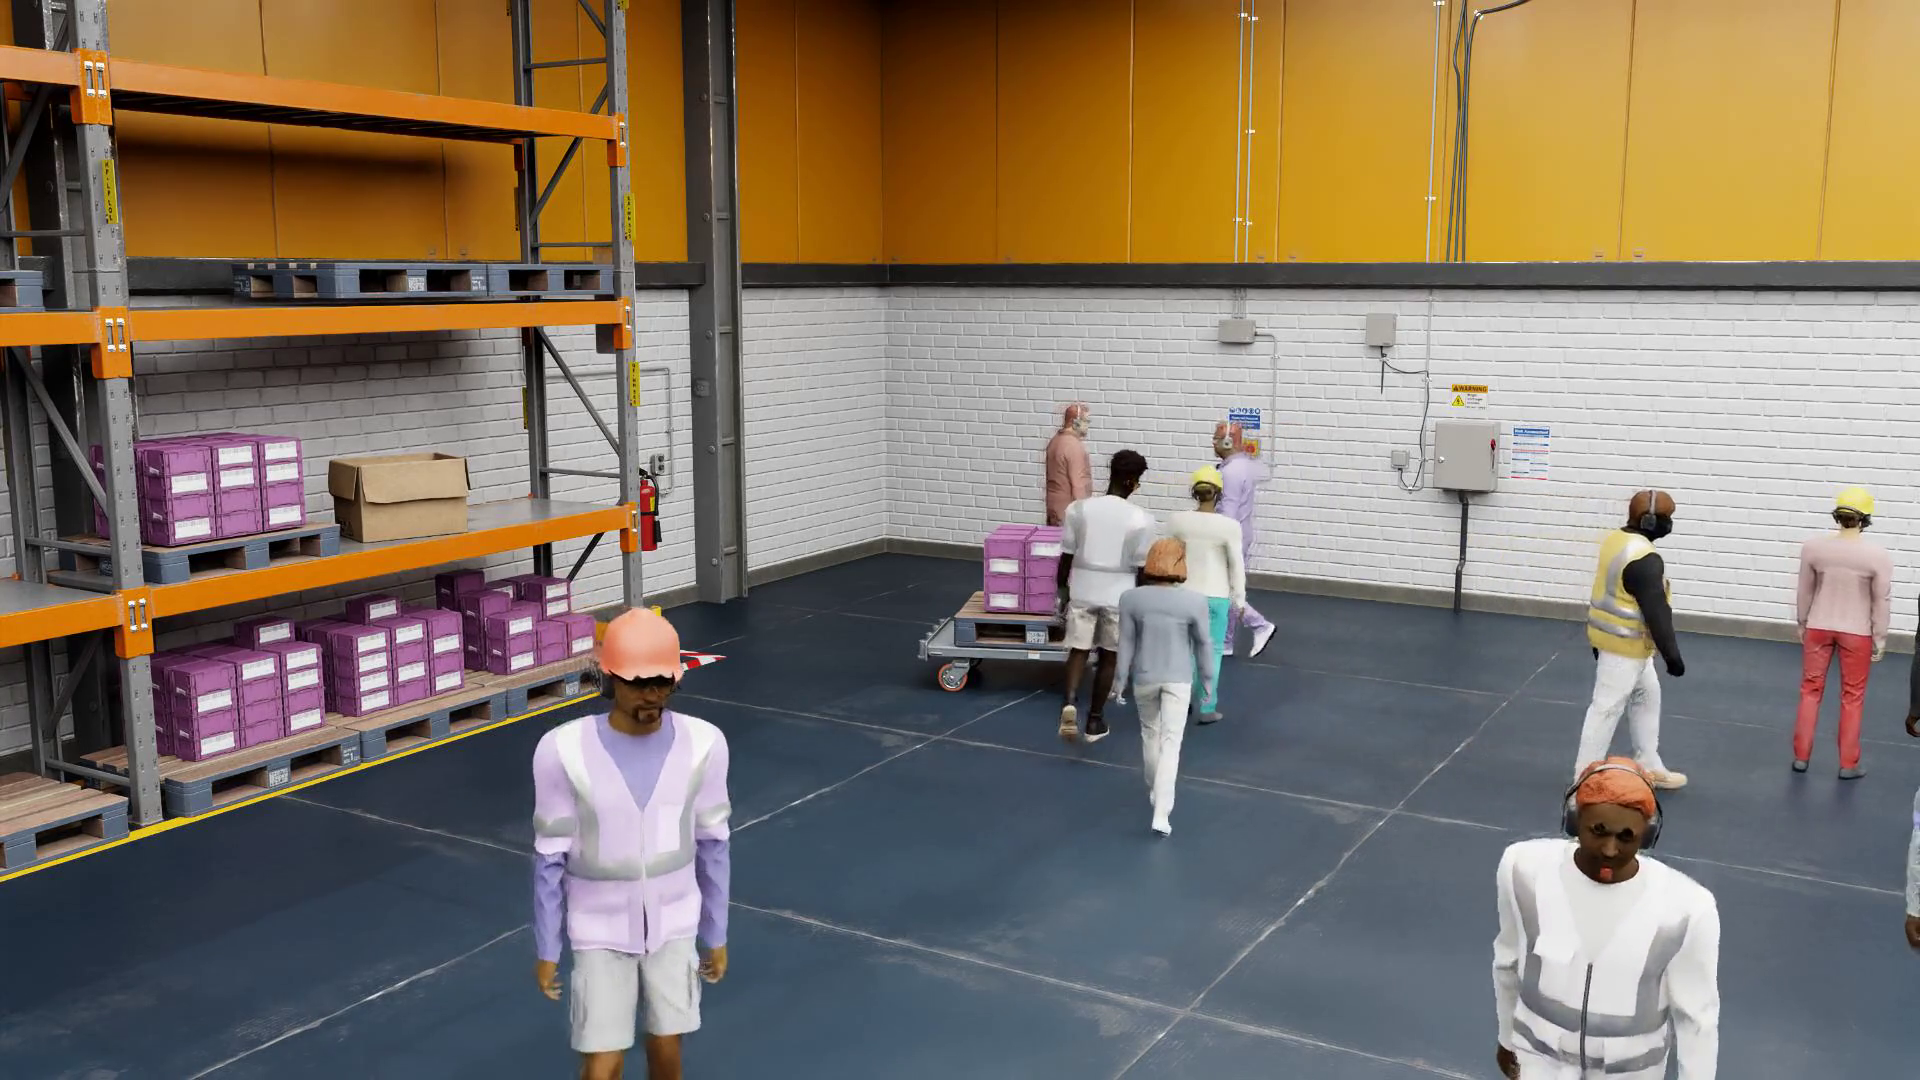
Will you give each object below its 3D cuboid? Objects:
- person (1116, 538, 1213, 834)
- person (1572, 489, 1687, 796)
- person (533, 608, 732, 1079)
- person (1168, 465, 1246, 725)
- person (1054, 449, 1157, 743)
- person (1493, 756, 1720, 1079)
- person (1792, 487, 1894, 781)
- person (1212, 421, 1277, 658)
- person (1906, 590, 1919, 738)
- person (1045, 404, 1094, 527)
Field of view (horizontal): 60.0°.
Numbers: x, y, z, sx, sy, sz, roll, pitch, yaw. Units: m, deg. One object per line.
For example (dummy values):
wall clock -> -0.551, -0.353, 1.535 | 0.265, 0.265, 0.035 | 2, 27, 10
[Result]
person -> 1.121, 0.780, 9.157 | 0.520, 1.591, 0.858 | 3, 9, 16
person -> 3.929, 0.612, 9.520 | 0.811, 1.808, 0.637 | 2, 9, 11
person -> -1.012, 1.193, 5.182 | 0.619, 2.031, 0.526 | -4, 10, -24
person -> 1.661, 0.371, 11.196 | 0.556, 1.743, 0.381 | 5, 10, 30
person -> 0.900, 0.388, 10.559 | 0.667, 1.928, 0.690 | 3, 9, 16
person -> 1.710, 1.426, 4.467 | 0.583, 1.803, 1.067 | 5, 10, 27
person -> 5.312, 0.557, 10.028 | 0.531, 1.763, 0.352 | 8, 12, 42
person -> 2.164, 0.015, 12.999 | 0.571, 1.896, 0.645 | 3, 10, 18
person -> 4.878, 0.808, 7.965 | 0.594, 1.915, 0.373 | 4, 10, 22
person -> 0.961, -0.265, 14.818 | 0.417, 1.881, 0.776 | -3, 9, -16
